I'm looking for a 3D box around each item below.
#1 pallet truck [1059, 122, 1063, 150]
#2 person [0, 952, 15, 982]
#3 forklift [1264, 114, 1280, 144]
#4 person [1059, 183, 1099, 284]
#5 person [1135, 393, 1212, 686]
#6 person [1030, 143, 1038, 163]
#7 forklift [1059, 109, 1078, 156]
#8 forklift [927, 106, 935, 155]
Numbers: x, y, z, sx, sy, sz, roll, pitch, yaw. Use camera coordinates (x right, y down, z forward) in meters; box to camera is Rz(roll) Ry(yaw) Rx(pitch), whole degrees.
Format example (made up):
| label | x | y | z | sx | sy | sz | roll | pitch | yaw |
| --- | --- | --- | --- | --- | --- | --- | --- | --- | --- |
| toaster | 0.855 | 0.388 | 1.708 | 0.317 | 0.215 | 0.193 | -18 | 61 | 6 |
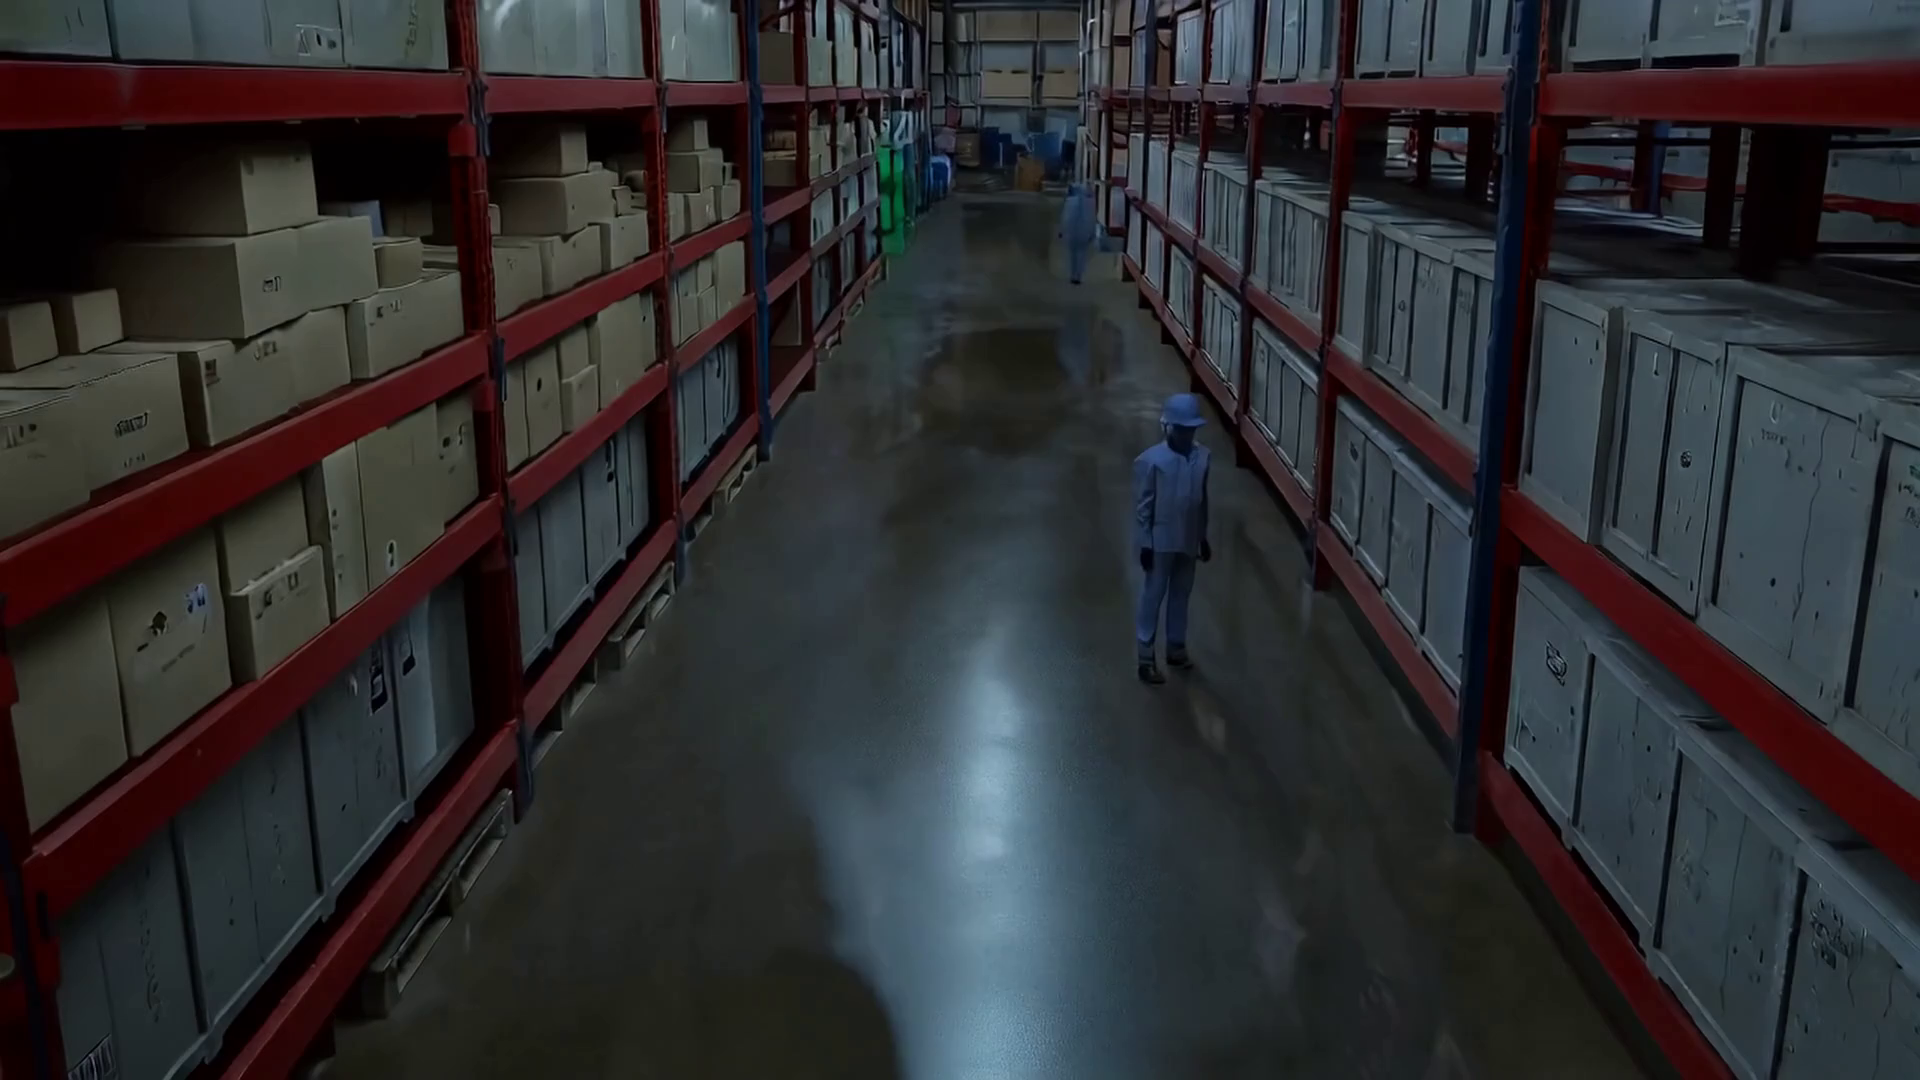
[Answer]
| label | x | y | z | sx | sy | sz | roll | pitch | yaw |
| --- | --- | --- | --- | --- | --- | --- | --- | --- | --- |
| pallet truck | 5.788 | -21.111 | 88.014 | 1.885 | 1.965 | 0.823 | 5 | 16 | 18 |
| person | -1.966 | 1.654 | 3.318 | 0.608 | 1.995 | 0.377 | 8 | 17 | 28 |
| forklift | 10.662 | -13.483 | 57.959 | 1.129 | 2.768 | 1.873 | 10 | 18 | 32 |
| person | 2.228 | -5.722 | 31.067 | 0.687 | 1.841 | 0.851 | 3 | 15 | 10 |
| person | 1.293 | -0.013 | 9.972 | 0.561 | 1.753 | 0.327 | -10 | 18 | -34 |
| person | 2.698 | -14.324 | 63.469 | 0.665 | 1.613 | 0.552 | -4 | 15 | -13 |
| forklift | 4.697 | -16.888 | 70.628 | 1.873 | 2.768 | 1.129 | -9 | 17 | -30 |
| forklift | -1.956 | -20.535 | 84.195 | 1.129 | 2.768 | 1.873 | -4 | 15 | -13 |
